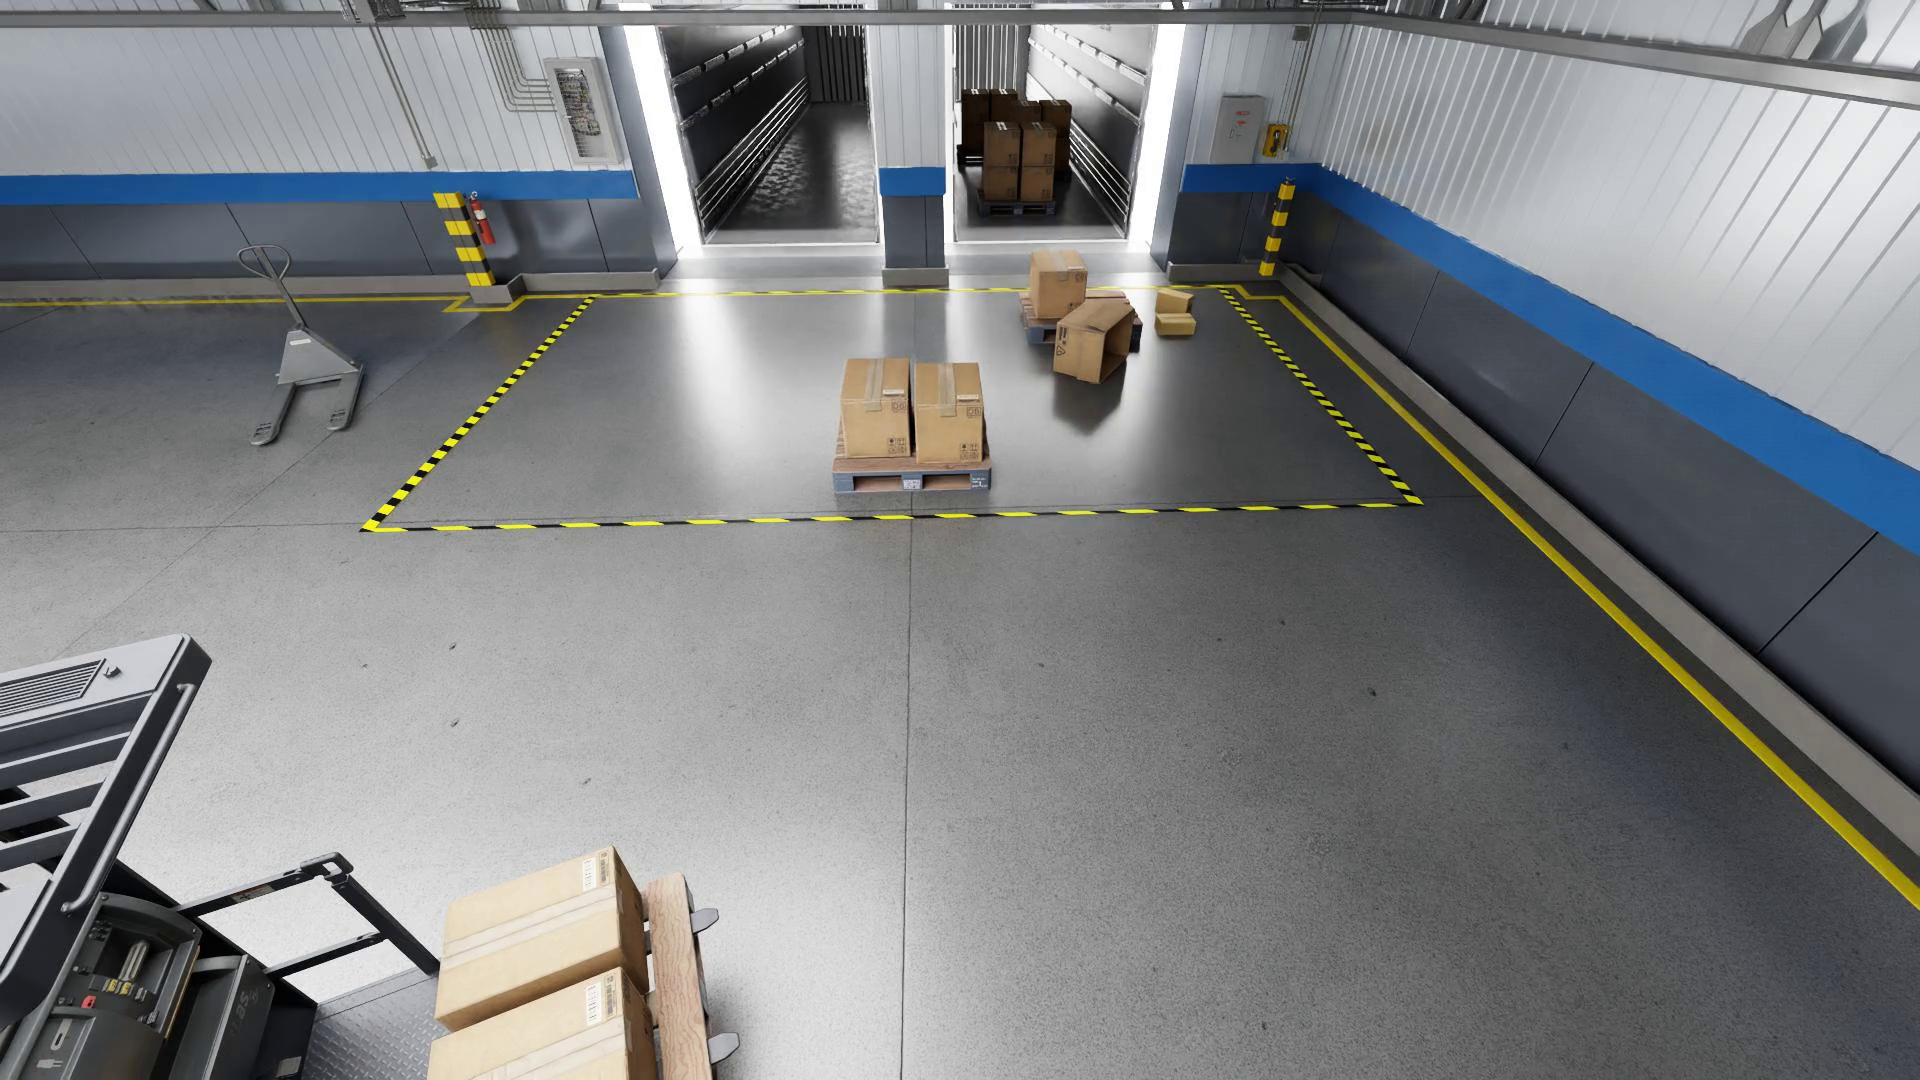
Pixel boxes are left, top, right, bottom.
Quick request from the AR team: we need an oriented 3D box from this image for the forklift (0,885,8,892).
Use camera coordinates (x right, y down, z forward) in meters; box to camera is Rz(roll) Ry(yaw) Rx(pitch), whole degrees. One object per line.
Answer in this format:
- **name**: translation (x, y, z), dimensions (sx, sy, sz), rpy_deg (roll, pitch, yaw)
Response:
- **forklift**: translation (-2.319, 1.487, 1.663), dimensions (0.776, 2.013, 0.716), rpy_deg (-15, 41, -18)

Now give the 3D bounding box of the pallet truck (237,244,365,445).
- **pallet truck**: translation (-5.915, -1.733, 6.366), dimensions (0.680, 1.201, 1.601), rpy_deg (-18, 42, -21)
